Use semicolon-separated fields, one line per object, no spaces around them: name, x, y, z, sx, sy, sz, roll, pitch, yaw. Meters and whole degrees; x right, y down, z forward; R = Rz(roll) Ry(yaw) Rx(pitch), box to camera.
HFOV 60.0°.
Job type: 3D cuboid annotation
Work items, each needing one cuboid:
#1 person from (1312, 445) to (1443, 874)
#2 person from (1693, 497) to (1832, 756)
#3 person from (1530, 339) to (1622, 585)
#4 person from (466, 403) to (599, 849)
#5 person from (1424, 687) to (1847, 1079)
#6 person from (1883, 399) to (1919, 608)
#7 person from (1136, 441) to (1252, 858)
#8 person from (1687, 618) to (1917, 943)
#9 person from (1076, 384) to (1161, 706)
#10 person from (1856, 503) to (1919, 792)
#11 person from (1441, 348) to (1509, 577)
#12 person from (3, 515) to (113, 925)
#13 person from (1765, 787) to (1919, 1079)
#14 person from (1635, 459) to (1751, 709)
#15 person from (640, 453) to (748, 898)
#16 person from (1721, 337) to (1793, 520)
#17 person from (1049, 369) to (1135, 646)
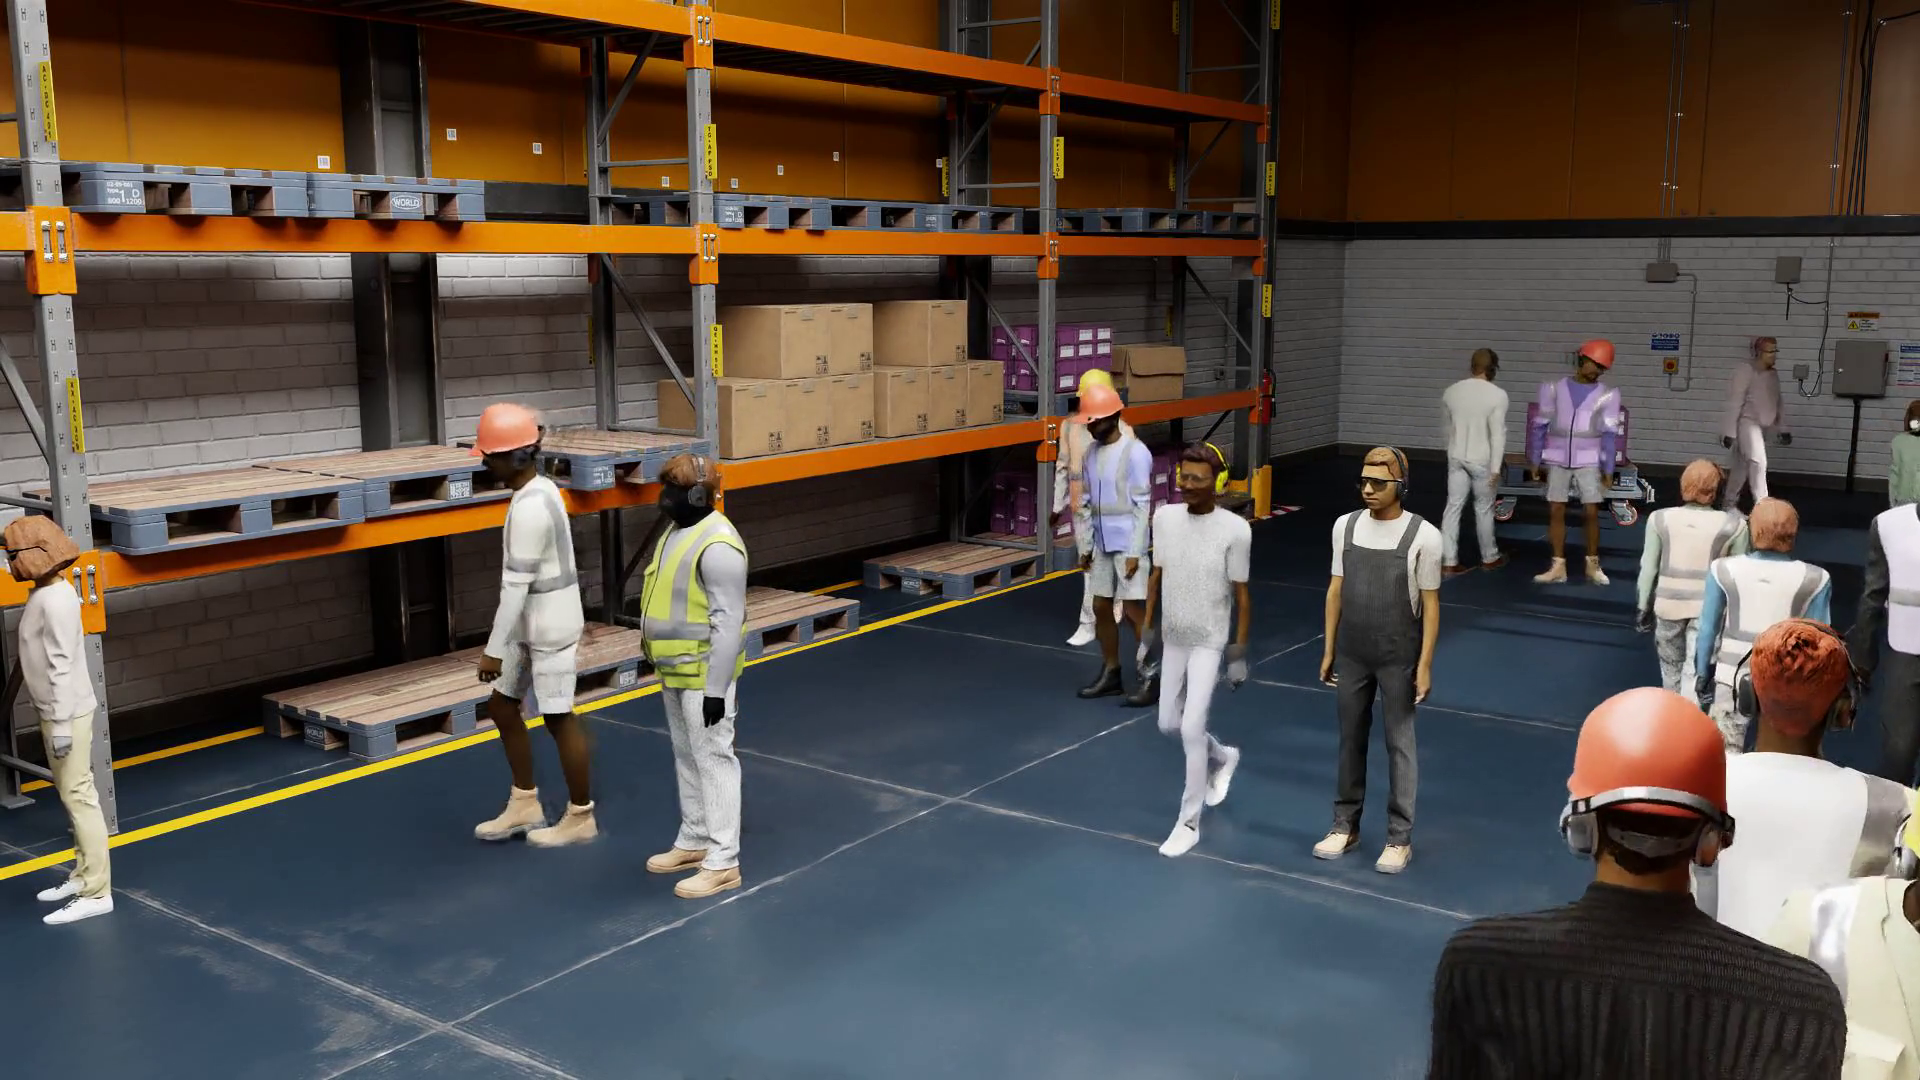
person;1.802;0.508;7.194;0.514;1.845;0.338;7;12;38
person;3.433;0.631;7.161;0.522;1.620;0.642;5;11;27
person;4.994;-0.618;13.467;0.698;1.999;0.416;6;11;31
person;-1.939;0.405;7.306;0.705;2.012;0.608;-3;10;-16
person;1.012;1.222;2.574;0.638;1.969;0.704;3;10;16
person;7.236;-0.269;12.575;0.848;1.585;0.518;-7;12;-37
person;1.090;0.453;7.533;0.527;1.847;0.721;8;12;40
person;1.731;1.097;3.571;0.585;1.882;0.337;4;10;24
person;0.926;0.029;9.852;0.520;1.908;0.616;-6;11;-33
person;4.113;0.519;6.968;0.615;1.892;0.643;3;10;19
person;4.328;-0.647;13.936;0.688;1.931;0.629;-9;13;-42
person;-3.609;0.708;6.655;0.274;1.626;0.502;-7;12;-34
person;1.802;1.221;3.150;0.584;1.788;0.918;6;11;34
person;3.856;0.377;8.718;0.542;1.594;0.856;7;12;37
person;-1.110;0.554;6.940;0.429;1.839;0.642;-5;11;-29
person;8.042;-1.088;16.635;0.660;1.865;0.894;-8;12;-39
person;0.986;-0.255;11.607;0.591;1.897;0.864;8;12;40
